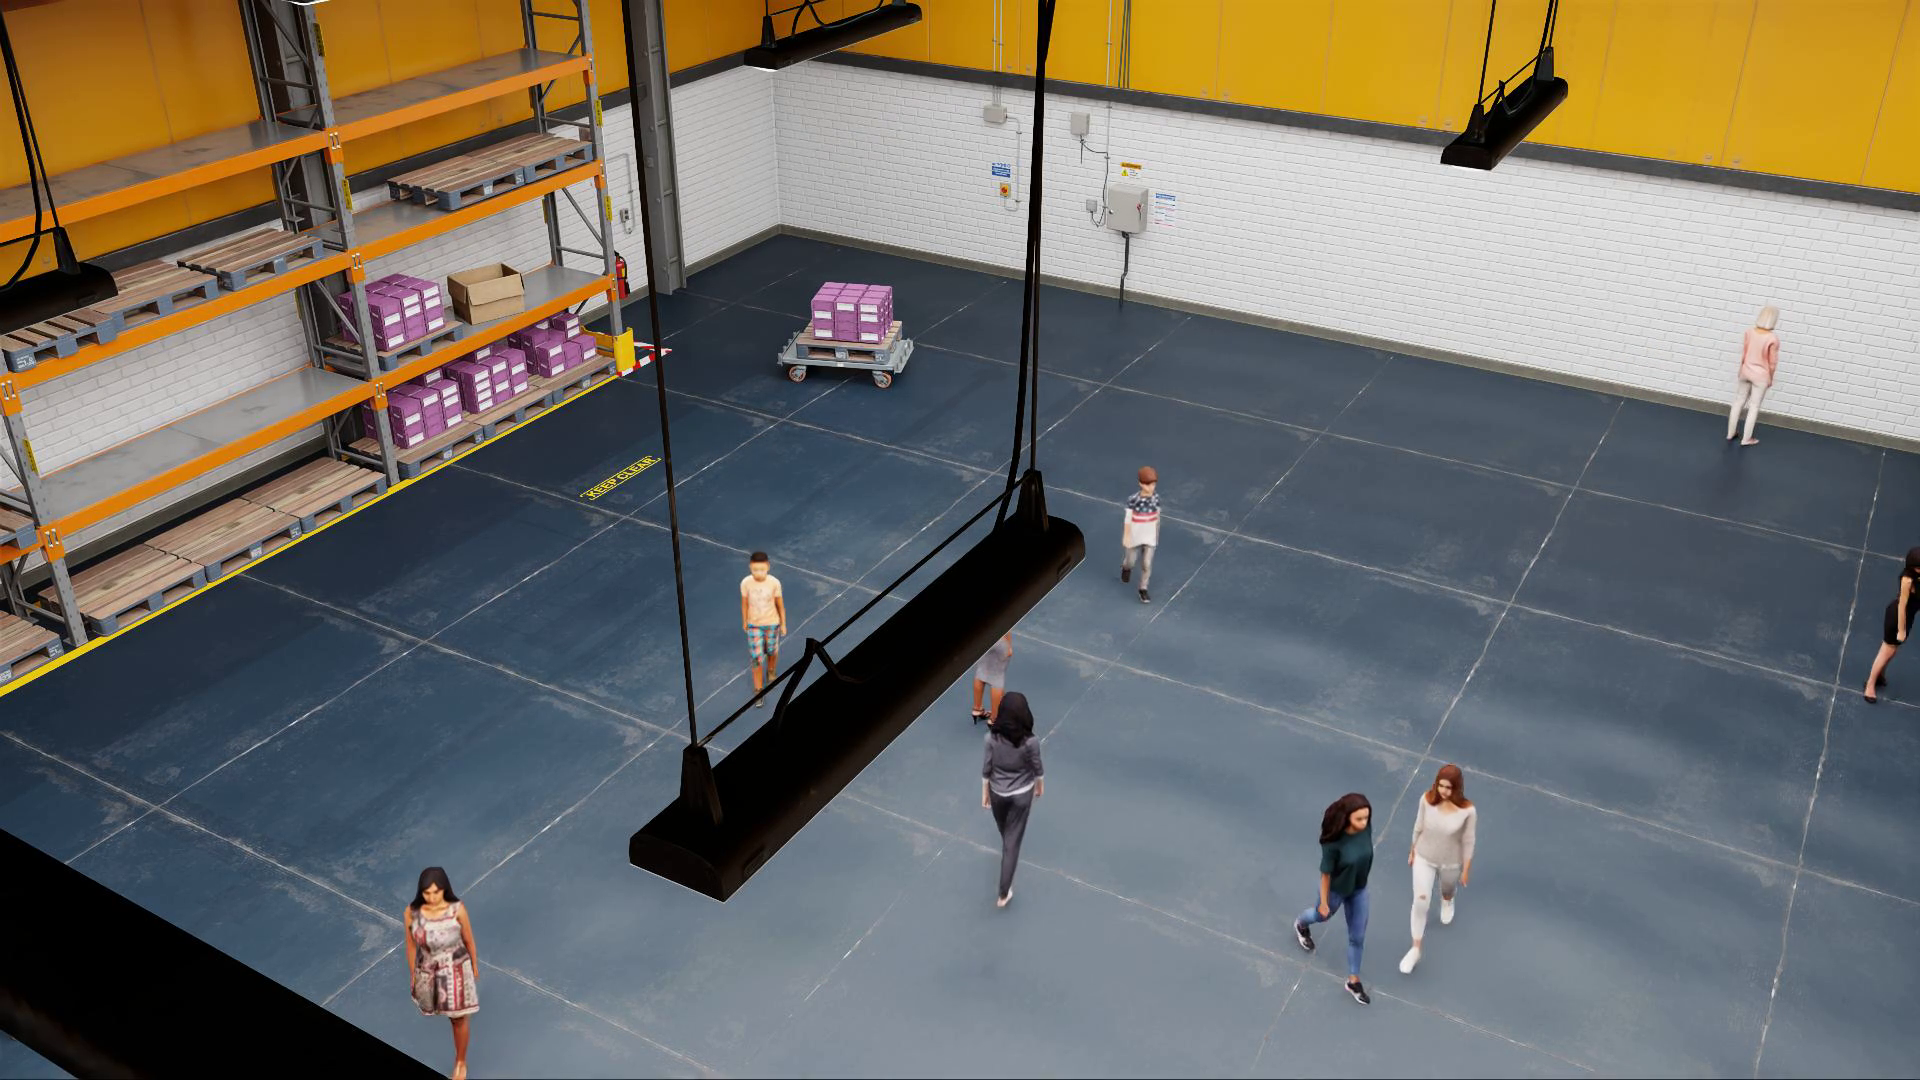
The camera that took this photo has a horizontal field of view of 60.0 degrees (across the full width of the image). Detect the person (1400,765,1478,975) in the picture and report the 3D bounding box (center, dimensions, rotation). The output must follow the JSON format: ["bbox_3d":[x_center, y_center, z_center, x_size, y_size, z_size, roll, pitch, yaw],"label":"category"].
[{"bbox_3d":[3.504,2.269,12.038,0.657,1.680,1.138,11,31,19],"label":"person"}]

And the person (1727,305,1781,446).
[{"bbox_3d":[9.450,-1.971,19.763,0.675,1.725,0.678,-17,33,-29],"label":"person"}]

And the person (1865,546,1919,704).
[{"bbox_3d":[8.469,0.695,14.987,0.793,1.620,0.564,17,33,29],"label":"person"}]

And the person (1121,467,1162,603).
[{"bbox_3d":[1.798,-0.095,16.632,0.763,1.432,0.838,-5,29,-9],"label":"person"}]

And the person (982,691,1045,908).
[{"bbox_3d":[0.372,1.989,12.515,0.889,1.714,1.229,5,29,8],"label":"person"}]

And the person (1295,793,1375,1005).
[{"bbox_3d":[2.668,2.439,11.832,1.113,1.579,1.072,-12,31,-21],"label":"person"}]

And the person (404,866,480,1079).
[{"bbox_3d":[-3.433,2.810,11.102,0.951,1.627,1.092,-2,29,-3],"label":"person"}]

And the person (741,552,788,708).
[{"bbox_3d":[-1.785,0.721,15.127,0.822,1.440,0.931,-4,29,-6],"label":"person"}]
